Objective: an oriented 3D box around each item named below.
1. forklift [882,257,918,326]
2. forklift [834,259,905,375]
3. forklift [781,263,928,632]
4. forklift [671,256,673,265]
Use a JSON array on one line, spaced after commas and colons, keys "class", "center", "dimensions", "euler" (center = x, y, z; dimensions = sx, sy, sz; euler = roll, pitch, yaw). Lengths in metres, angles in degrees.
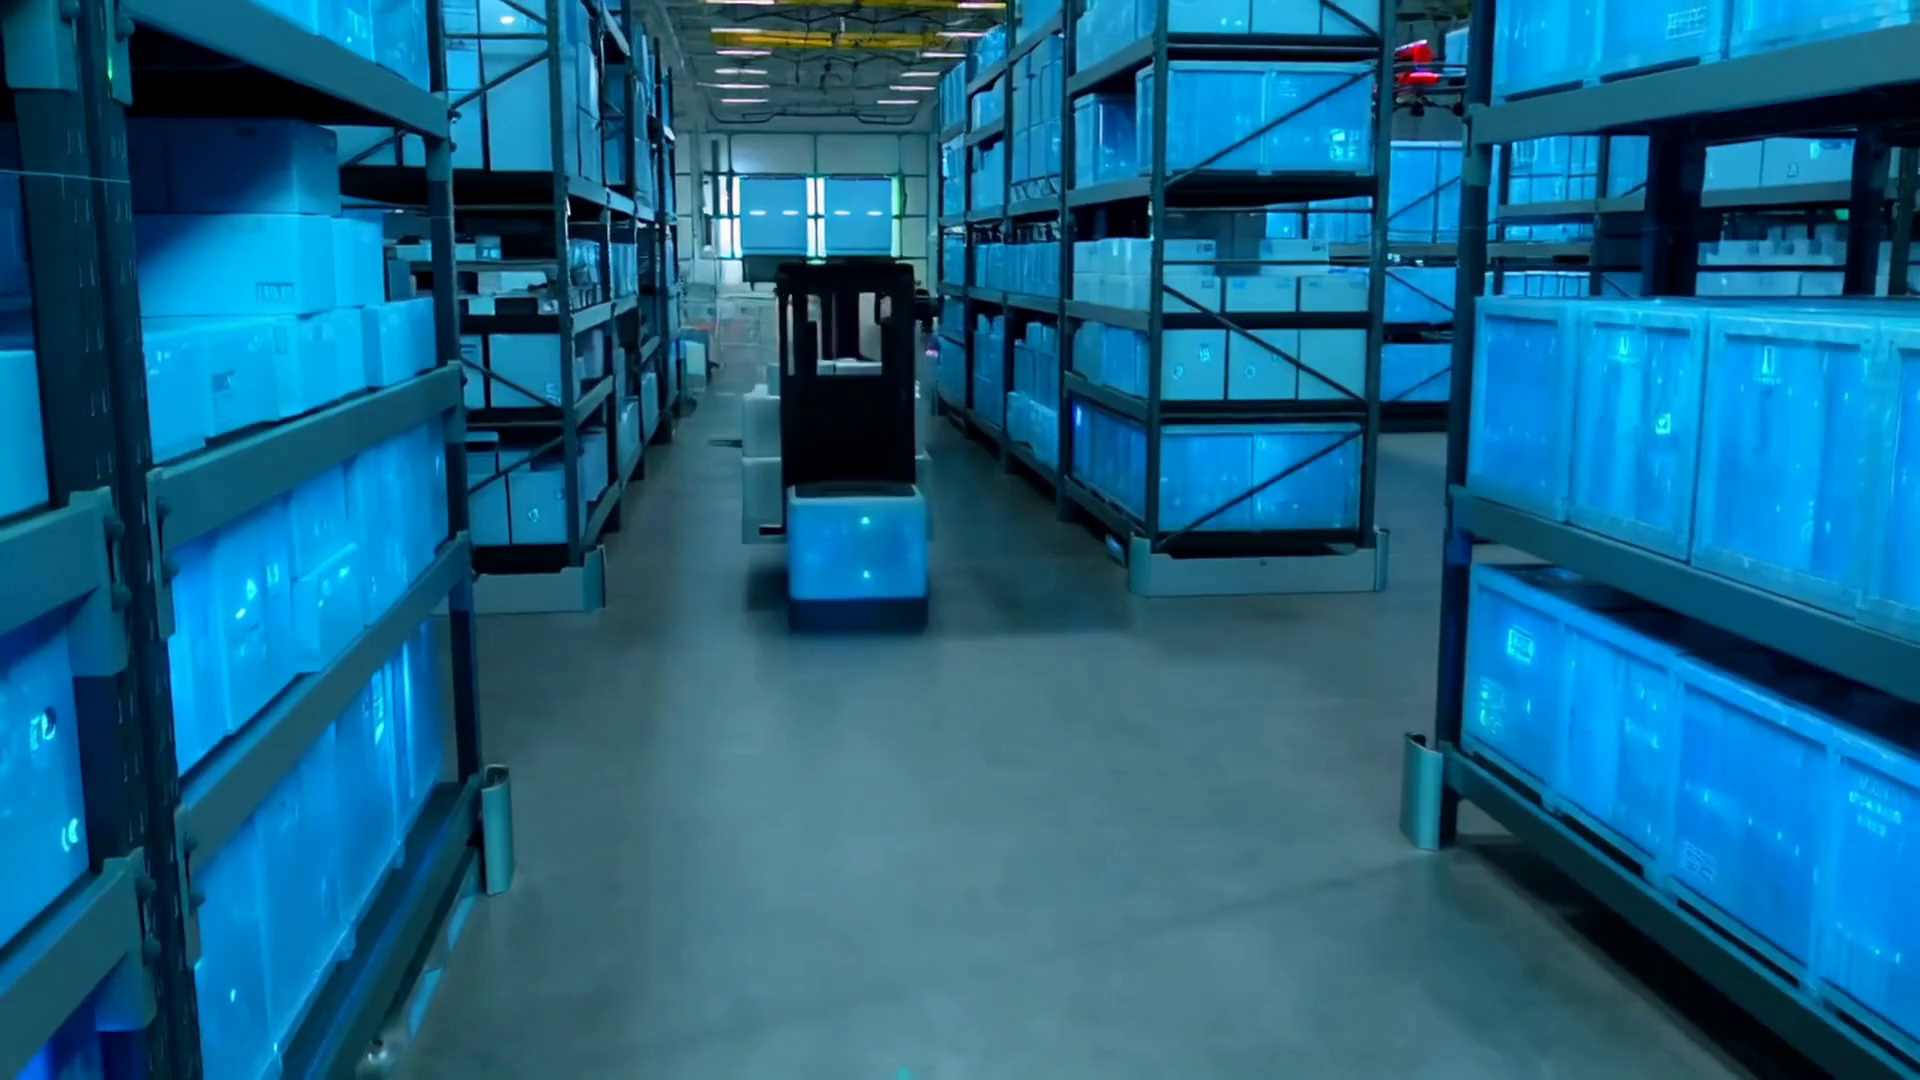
[{"class": "forklift", "center": [-2.263, -6.937, 48.952], "dimensions": [1.873, 2.768, 1.129], "euler": [-6, 11, -31]}, {"class": "forklift", "center": [-1.650, -2.756, 24.608], "dimensions": [1.873, 2.768, 1.129], "euler": [-1, 10, -7]}, {"class": "forklift", "center": [-0.871, -0.798, 13.212], "dimensions": [1.129, 2.768, 1.873], "euler": [-1, 10, -7]}, {"class": "forklift", "center": [-10.987, -9.066, 61.344], "dimensions": [1.129, 2.768, 1.873], "euler": [-1, 10, -7]}]
